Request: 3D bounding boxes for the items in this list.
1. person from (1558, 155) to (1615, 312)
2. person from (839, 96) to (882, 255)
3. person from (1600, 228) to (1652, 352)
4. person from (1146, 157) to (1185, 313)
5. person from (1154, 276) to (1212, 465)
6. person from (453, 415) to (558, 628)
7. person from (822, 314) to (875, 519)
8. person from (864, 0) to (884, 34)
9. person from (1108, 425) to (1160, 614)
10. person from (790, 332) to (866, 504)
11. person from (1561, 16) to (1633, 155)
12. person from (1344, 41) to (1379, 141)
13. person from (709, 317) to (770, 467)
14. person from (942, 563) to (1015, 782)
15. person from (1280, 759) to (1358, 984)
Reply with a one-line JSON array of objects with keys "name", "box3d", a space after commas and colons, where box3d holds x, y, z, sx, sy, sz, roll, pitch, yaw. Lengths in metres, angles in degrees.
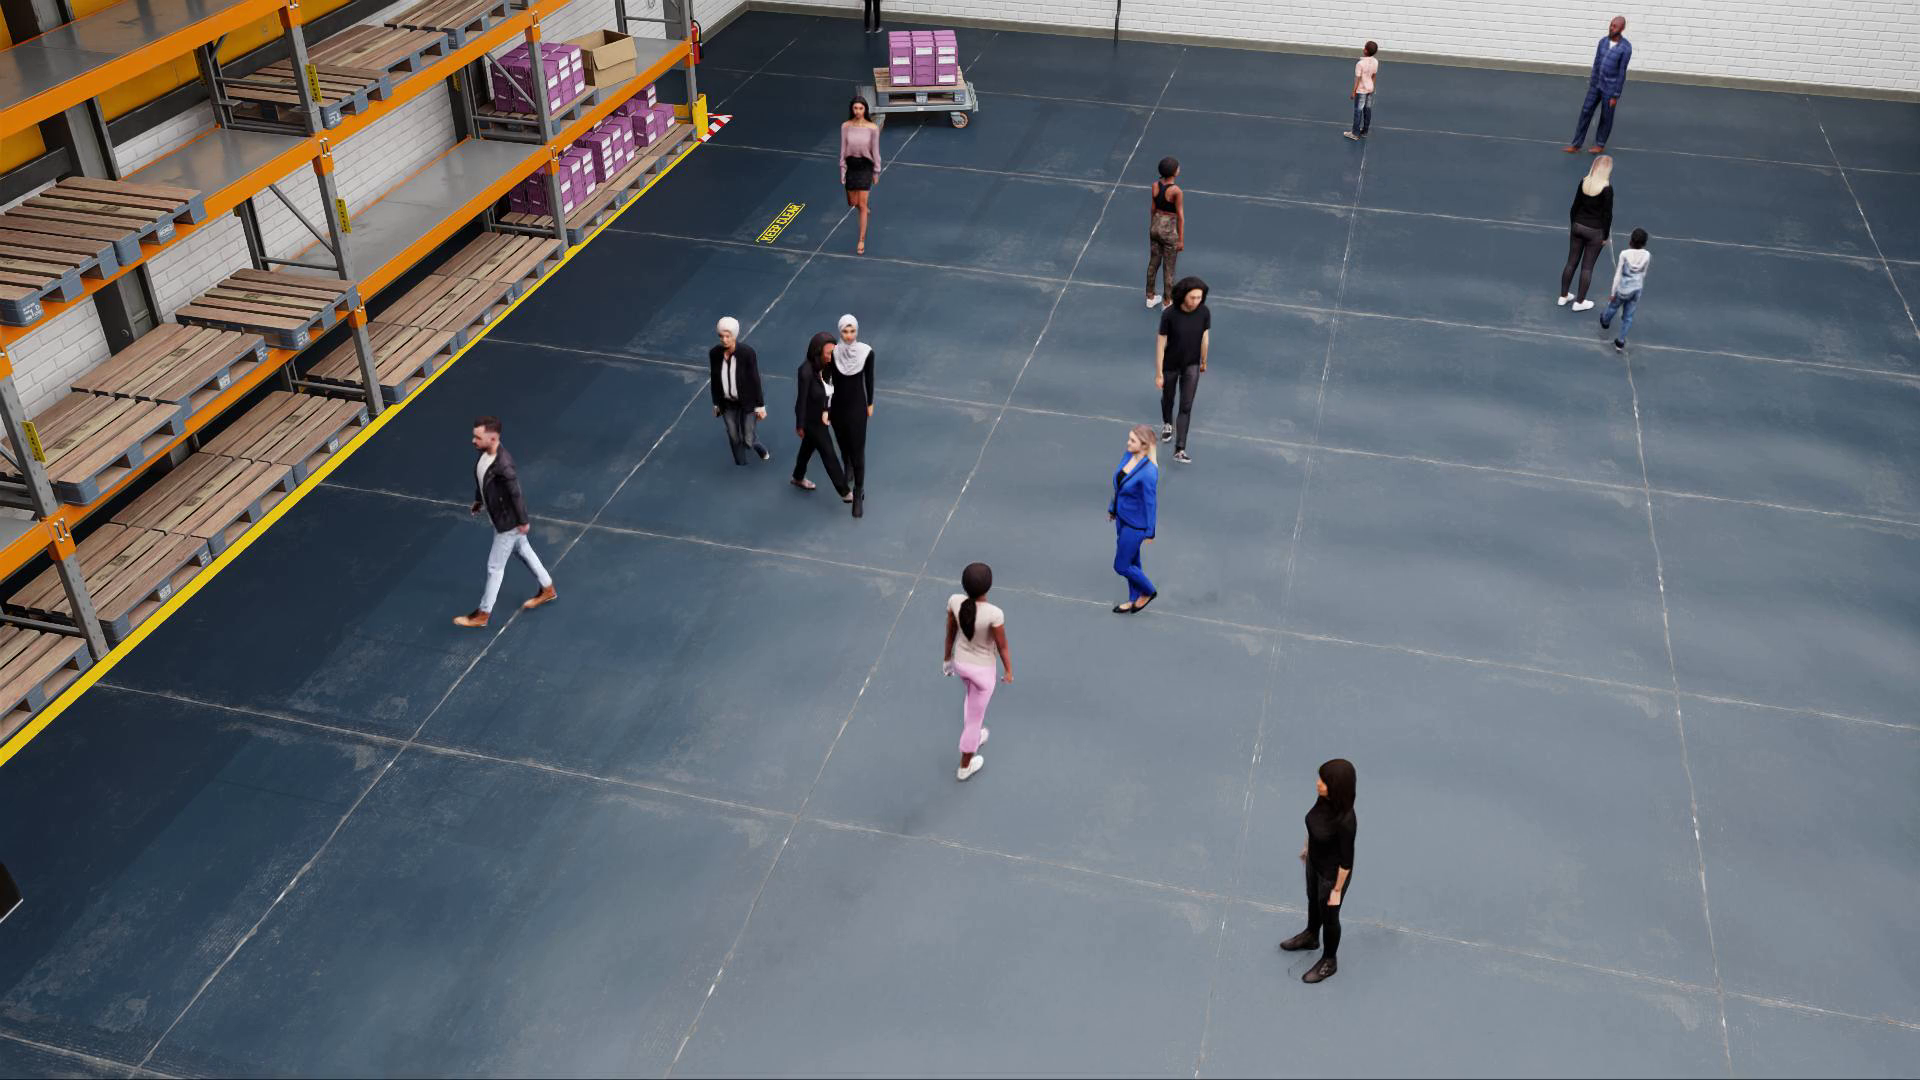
[{"name": "person", "box3d": [6.671, -3.269, 17.688, 0.734, 1.685, 0.698, -22, 40, -30]}, {"name": "person", "box3d": [-1.144, -4.197, 18.987, 0.666, 1.791, 0.985, 5, 34, 8]}, {"name": "person", "box3d": [6.838, -2.535, 16.994, 0.524, 1.230, 0.869, 4, 34, 7]}, {"name": "person", "box3d": [2.172, -3.249, 17.644, 0.683, 1.700, 0.661, -28, 43, -36]}, {"name": "person", "box3d": [1.998, -1.643, 15.148, 0.923, 1.788, 1.201, -1, 34, -2]}, {"name": "person", "box3d": [-3.452, -0.188, 12.945, 1.160, 1.804, 1.115, -16, 37, -23]}, {"name": "person", "box3d": [-0.991, -1.166, 14.478, 0.828, 1.735, 1.200, -1, 34, -1]}, {"name": "person", "box3d": [-1.389, -8.602, 26.099, 0.543, 1.254, 0.504, 4, 34, 6]}, {"name": "person", "box3d": [1.443, -0.153, 12.997, 0.806, 1.688, 0.722, -10, 35, -14]}, {"name": "person", "box3d": [-1.316, -1.088, 14.514, 0.876, 1.566, 1.063, 18, 37, 25]}, {"name": "person", "box3d": [8.398, -5.876, 21.509, 1.105, 1.796, 0.998, -24, 41, -32]}, {"name": "person", "box3d": [5.382, -5.993, 22.128, 0.587, 1.307, 0.645, -17, 37, -23]}, {"name": "person", "box3d": [-1.902, -1.253, 15.016, 0.794, 1.765, 0.733, 14, 36, 20]}, {"name": "person", "box3d": [0.054, 0.929, 11.336, 0.737, 1.725, 0.835, 20, 38, 27]}, {"name": "person", "box3d": [2.194, 1.942, 9.888, 0.725, 1.641, 0.615, -9, 35, -13]}]
